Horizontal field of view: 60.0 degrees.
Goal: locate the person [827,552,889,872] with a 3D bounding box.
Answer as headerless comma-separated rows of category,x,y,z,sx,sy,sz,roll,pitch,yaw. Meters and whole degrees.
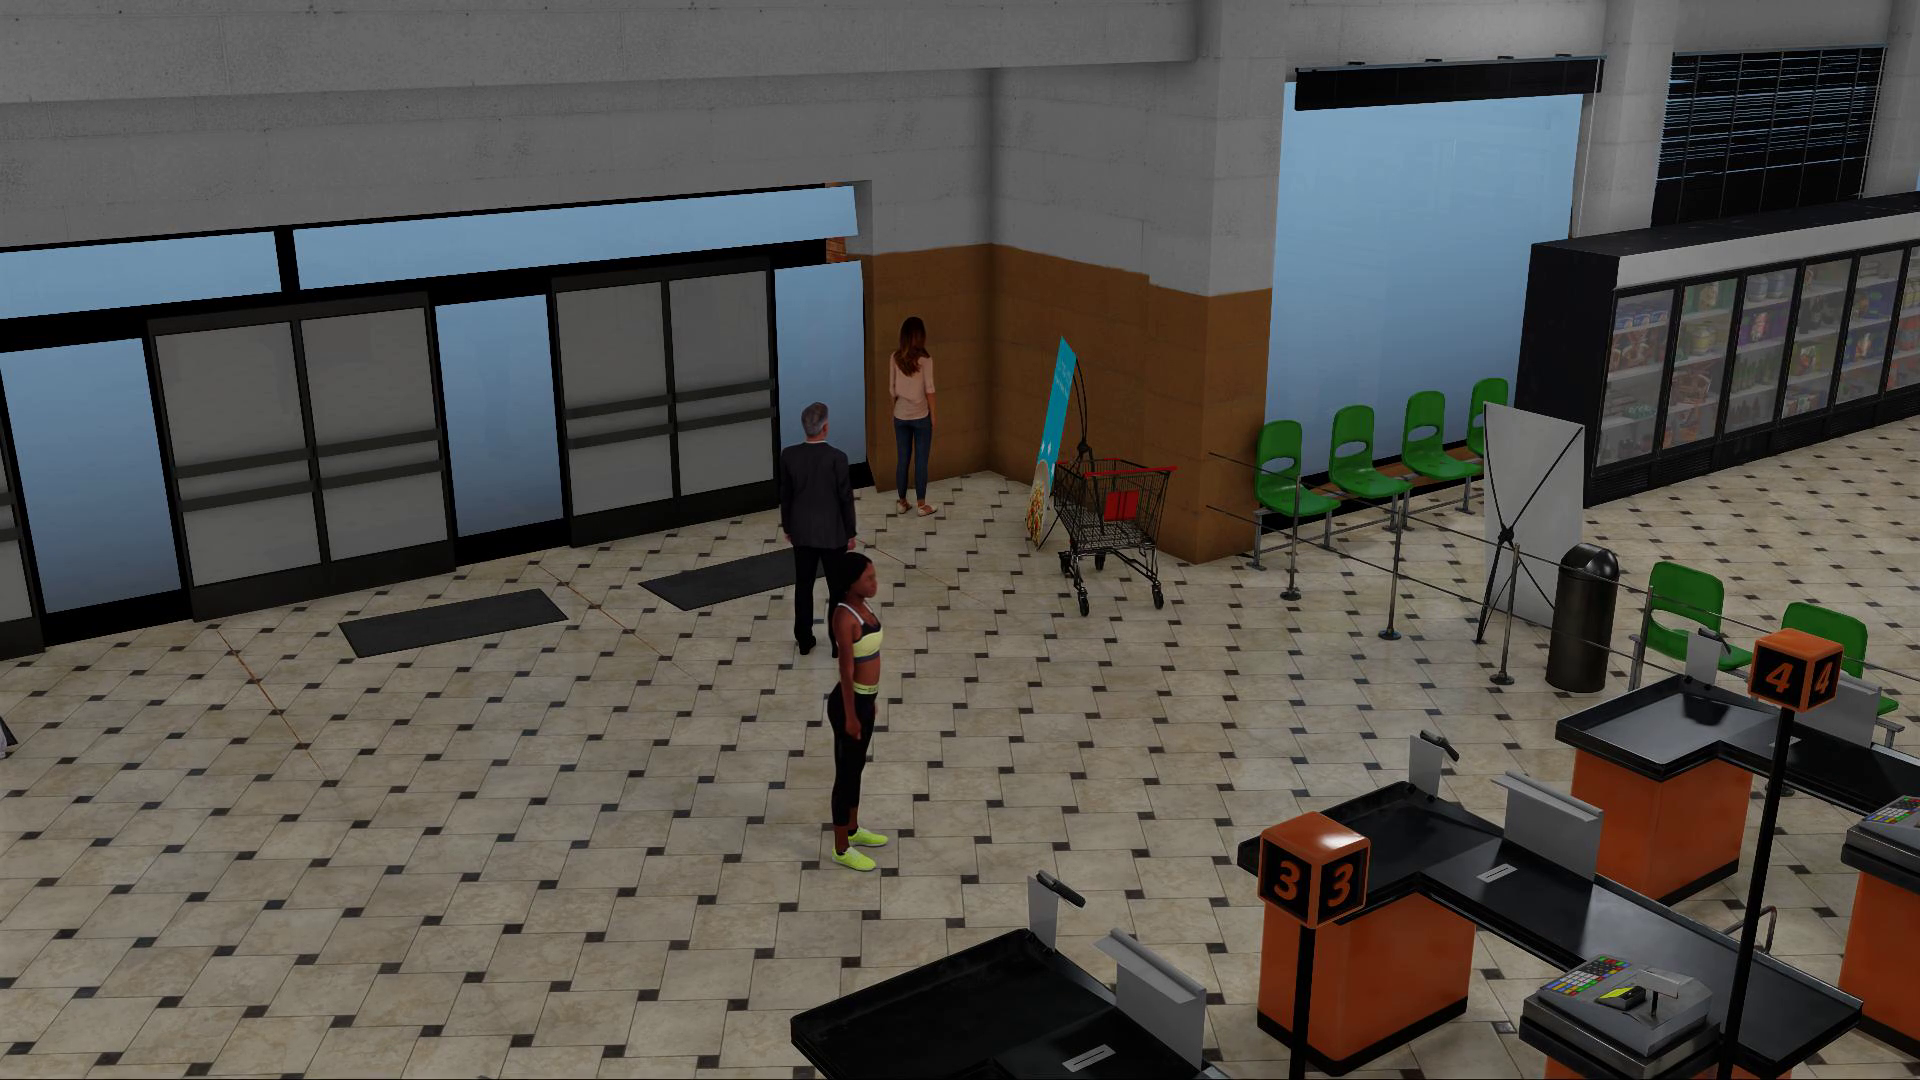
person,-0.582,0.897,8.935,0.689,1.754,0.638,4,19,13

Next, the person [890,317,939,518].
person,-0.424,-1.098,14.794,0.618,1.792,0.730,9,20,24

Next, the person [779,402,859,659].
person,-0.983,-0.074,11.677,0.778,1.842,0.872,6,19,16
